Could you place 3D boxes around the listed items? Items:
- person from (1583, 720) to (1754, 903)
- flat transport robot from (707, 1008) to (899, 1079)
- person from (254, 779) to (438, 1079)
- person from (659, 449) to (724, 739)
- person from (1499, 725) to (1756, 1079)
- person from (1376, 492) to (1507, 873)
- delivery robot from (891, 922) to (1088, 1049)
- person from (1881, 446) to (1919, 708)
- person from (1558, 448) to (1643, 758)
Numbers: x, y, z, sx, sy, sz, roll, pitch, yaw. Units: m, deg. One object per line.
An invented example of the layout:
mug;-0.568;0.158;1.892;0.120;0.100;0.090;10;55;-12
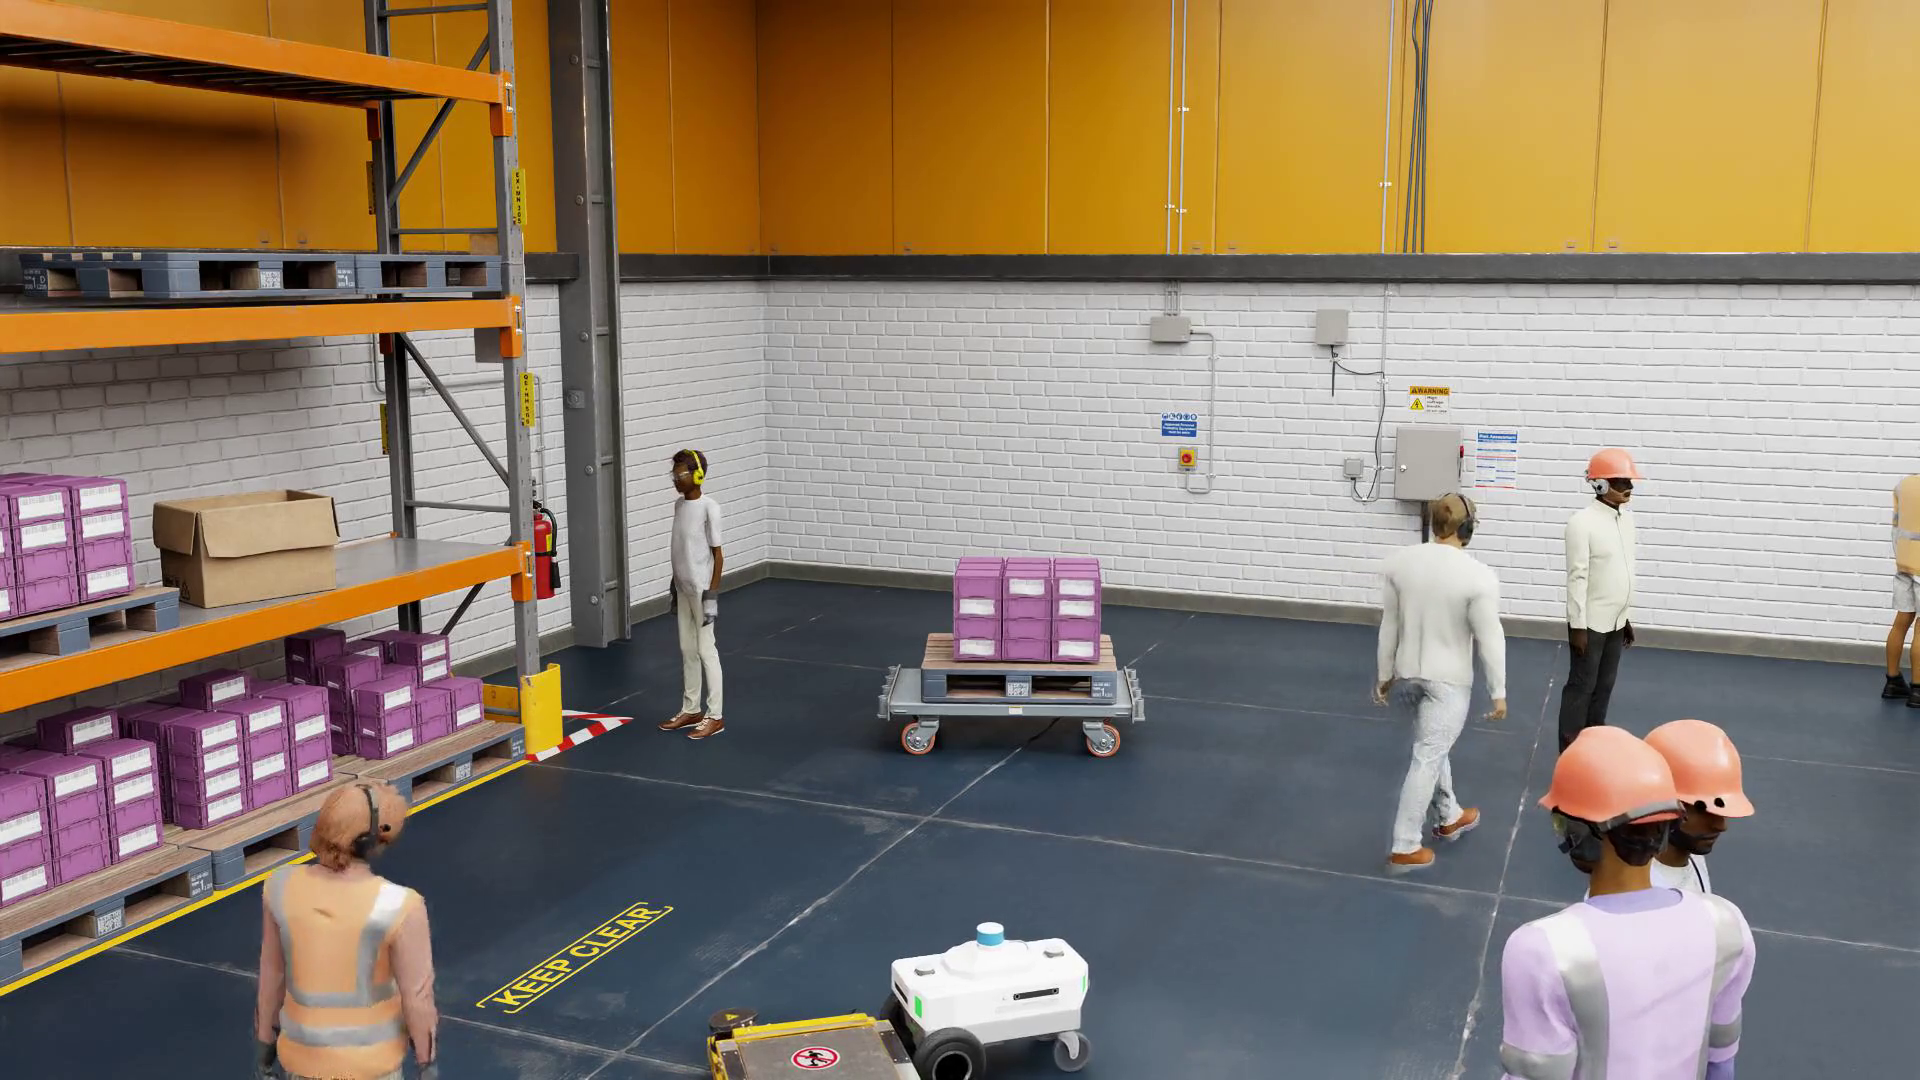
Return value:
person;1.751;1.387;4.198;0.373;1.933;0.550;8;12;39
flat transport robot;-0.455;1.967;5.713;0.652;0.197;1.431;-3;10;-16
person;-1.748;1.466;4.708;0.551;1.609;0.450;2;10;10
person;-1.729;0.341;10.734;0.328;1.872;0.508;-9;13;-43
person;1.418;1.414;3.710;0.605;2.043;0.384;-3;10;-18
person;2.510;0.702;8.452;0.959;1.895;0.651;-6;11;-34
delivery robot;0.115;1.687;6.267;0.707;0.478;0.477;-3;10;-18
person;6.657;0.192;11.458;0.374;1.929;0.542;-1;9;-5
person;3.711;0.459;9.634;0.611;1.997;0.375;-8;12;-41
